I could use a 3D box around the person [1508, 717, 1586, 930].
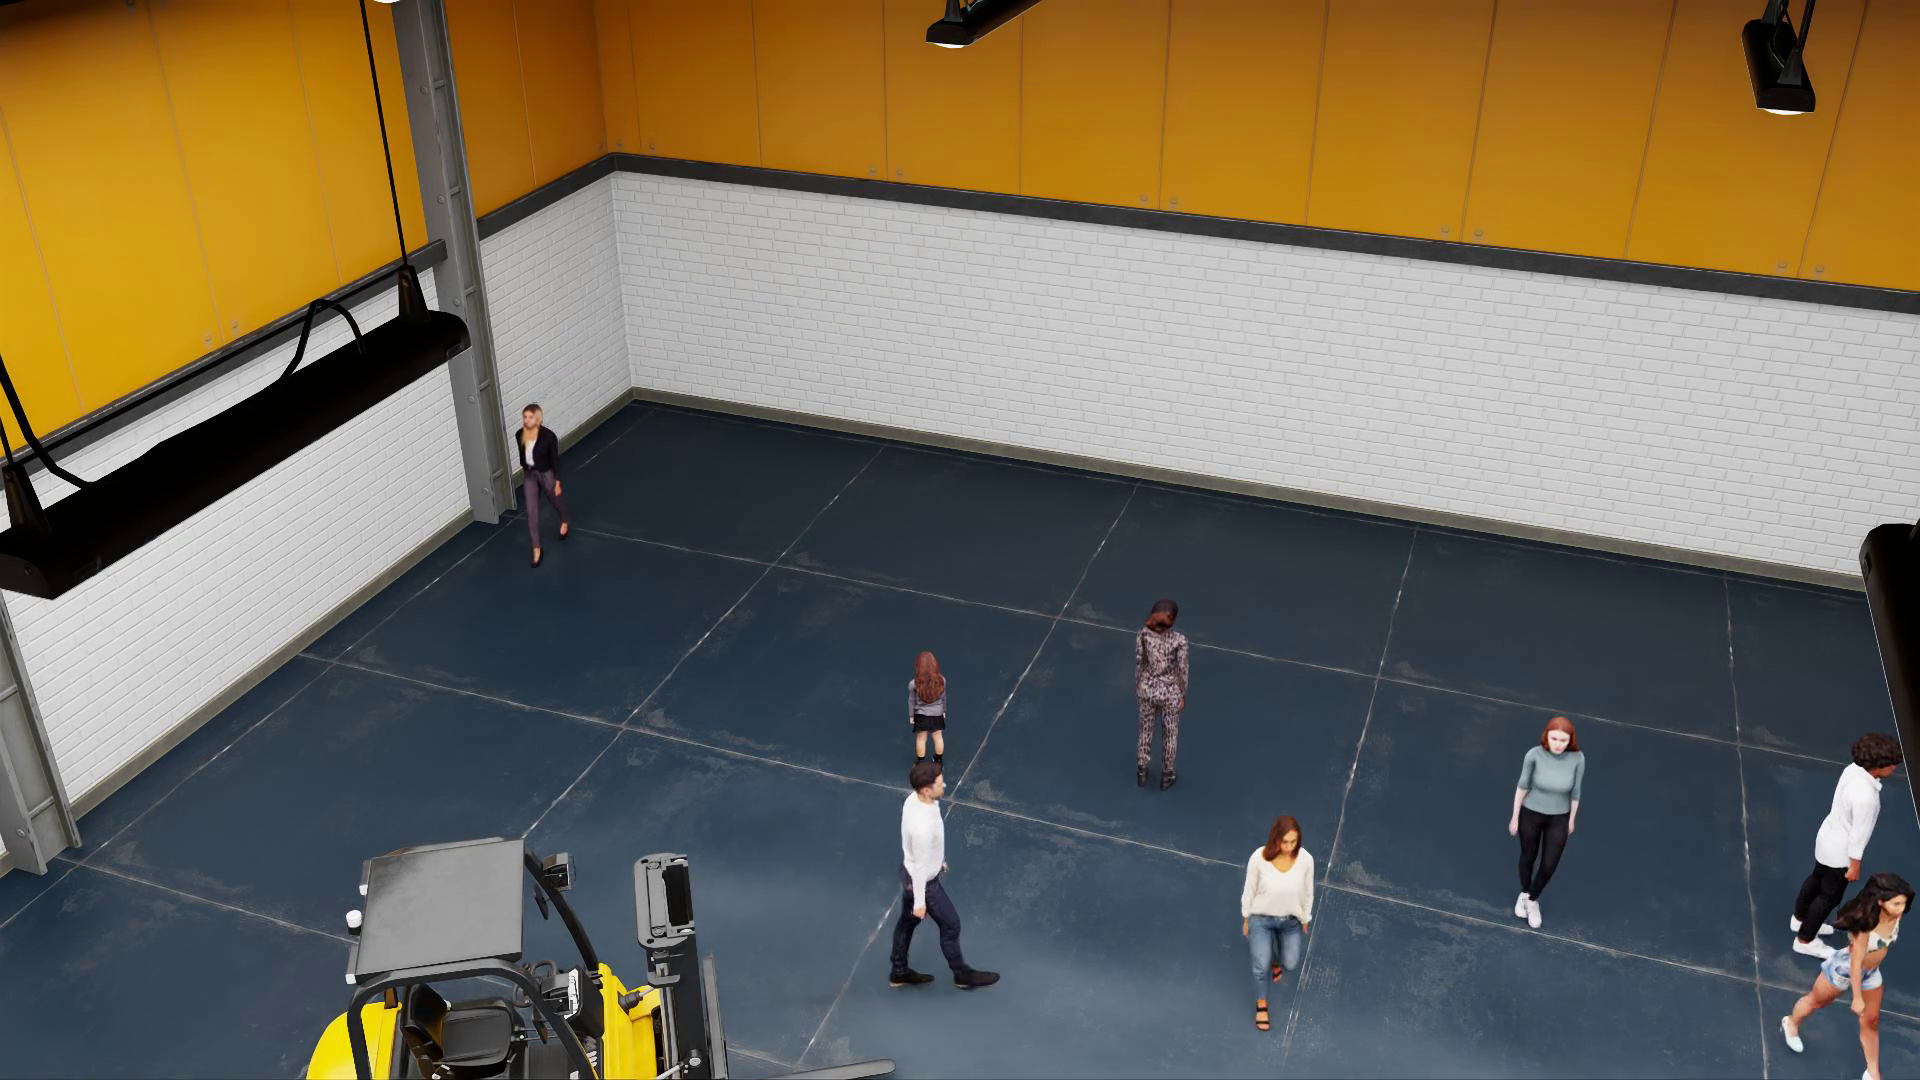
[{"bbox_3d":[4.149,1.940,11.830,0.612,1.729,0.623,8,30,14],"label":"person"}]

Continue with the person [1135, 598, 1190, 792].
[{"bbox_3d":[1.578,1.211,13.182,0.566,1.713,0.541,10,30,18],"label":"person"}]

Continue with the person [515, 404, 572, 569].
[{"bbox_3d":[-4.125,-0.603,16.601,0.732,1.624,1.065,5,29,9],"label":"person"}]

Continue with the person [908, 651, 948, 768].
[{"bbox_3d":[-0.258,1.388,13.493,0.534,1.105,0.576,-8,30,-15],"label":"person"}]

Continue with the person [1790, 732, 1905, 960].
[{"bbox_3d":[6.089,2.086,11.484,0.672,1.804,0.485,9,30,16],"label":"person"}]

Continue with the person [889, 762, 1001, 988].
[{"bbox_3d":[-0.347,2.268,11.104,0.984,1.848,1.041,-3,29,-6],"label":"person"}]

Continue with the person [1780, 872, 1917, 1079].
[{"bbox_3d":[5.584,2.723,10.547,0.987,1.582,1.070,-11,30,-19],"label":"person"}]

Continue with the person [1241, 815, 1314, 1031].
[{"bbox_3d":[2.071,2.441,10.973,0.740,1.669,0.845,2,29,3],"label":"person"}]
